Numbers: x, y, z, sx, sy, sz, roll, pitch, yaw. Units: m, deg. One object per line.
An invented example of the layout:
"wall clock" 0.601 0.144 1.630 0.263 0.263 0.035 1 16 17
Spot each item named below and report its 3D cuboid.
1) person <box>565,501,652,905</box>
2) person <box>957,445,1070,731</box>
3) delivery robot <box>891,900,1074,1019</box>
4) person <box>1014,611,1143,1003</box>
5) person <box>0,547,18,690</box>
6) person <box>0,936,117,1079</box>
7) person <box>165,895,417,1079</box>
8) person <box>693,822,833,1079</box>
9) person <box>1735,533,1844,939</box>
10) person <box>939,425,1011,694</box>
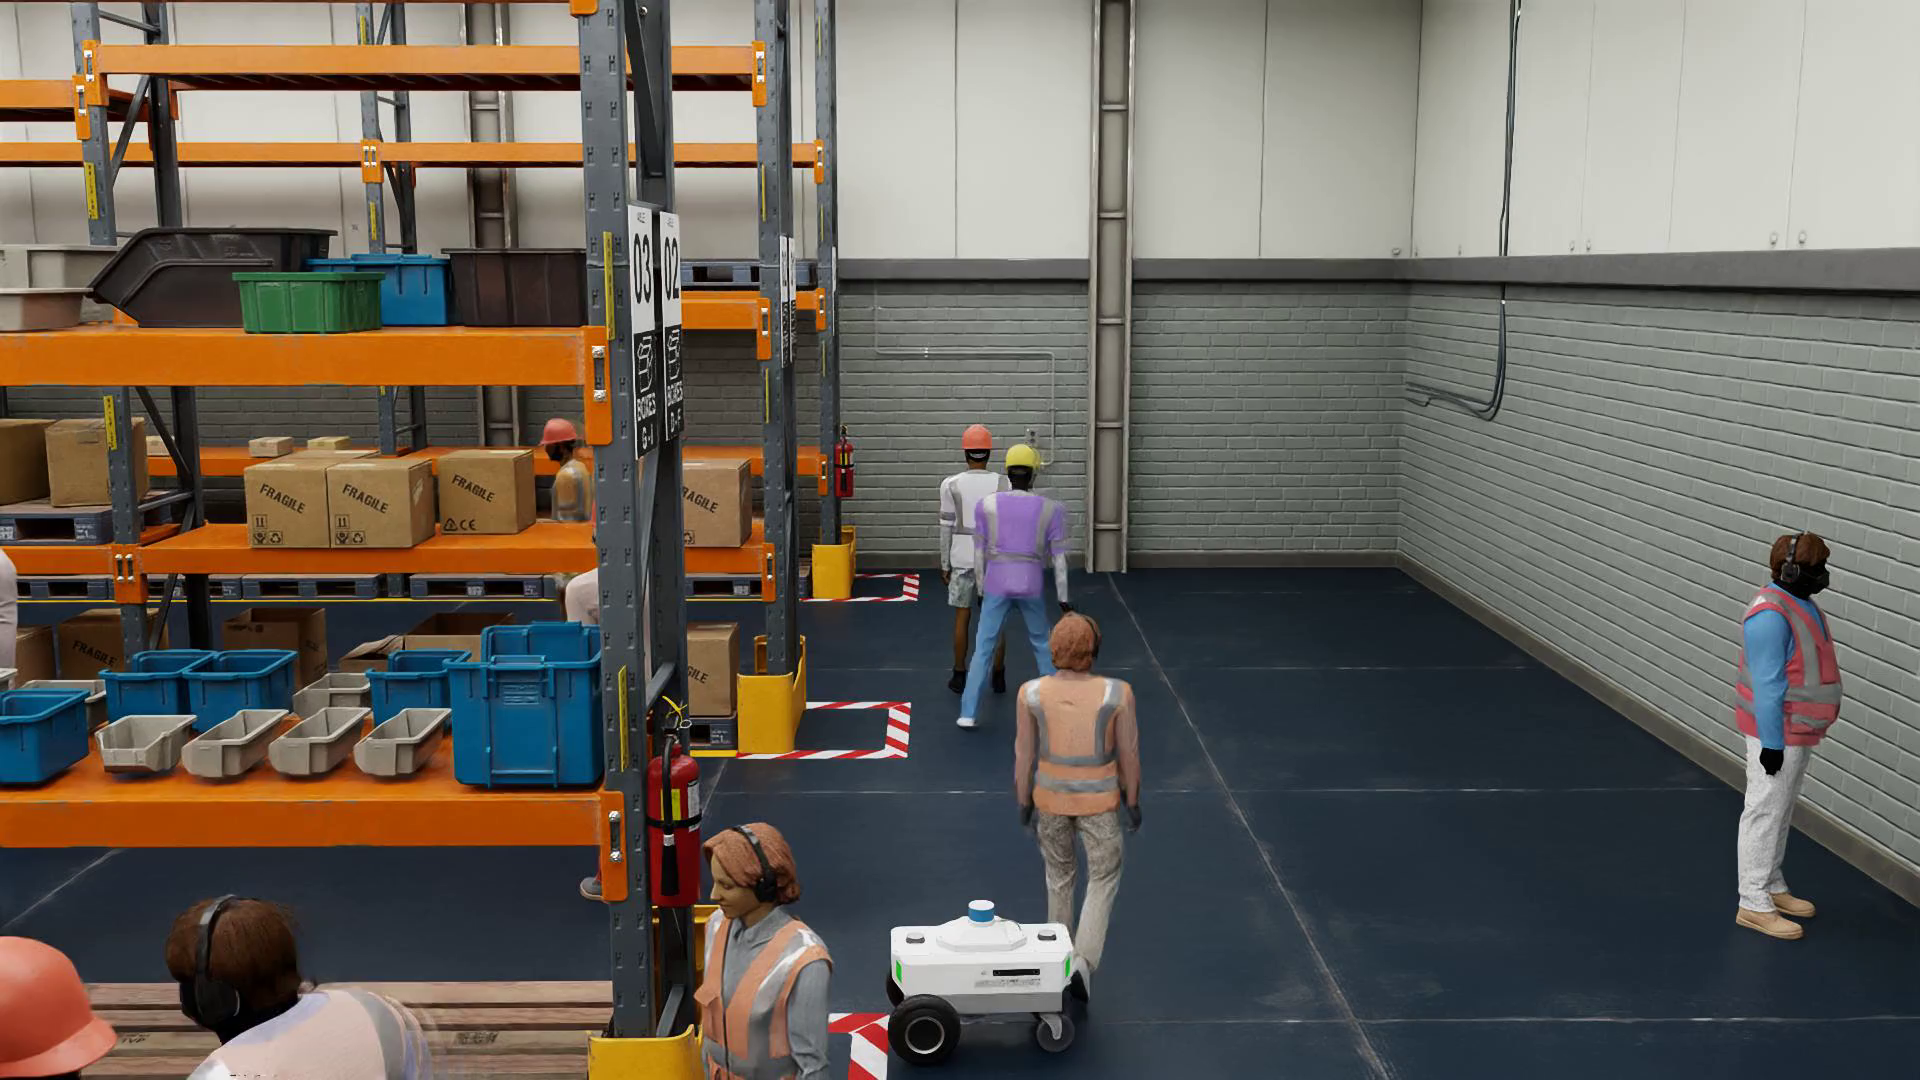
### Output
"person" -1.614 0.748 7.980 0.612 1.995 0.376 -9 13 -43
"person" 0.384 0.319 11.023 0.773 1.872 0.552 -1 9 -3
"delivery robot" 0.085 1.657 6.520 0.707 0.478 0.477 0 9 -3
"person" 0.488 1.103 6.931 0.545 1.618 0.624 3 10 16
"person" -5.198 0.675 8.718 0.636 1.903 0.404 6 11 34
"person" -1.522 1.602 2.739 0.396 1.992 0.618 0 9 1
"person" -1.469 1.590 3.434 0.927 1.792 0.648 4 10 21
"person" -0.500 1.523 4.351 0.313 1.631 0.525 -8 12 -41
"person" 3.803 0.878 7.652 0.429 1.844 0.627 7 12 37
"person" 0.122 0.139 11.936 0.543 1.928 0.401 -1 9 -4
